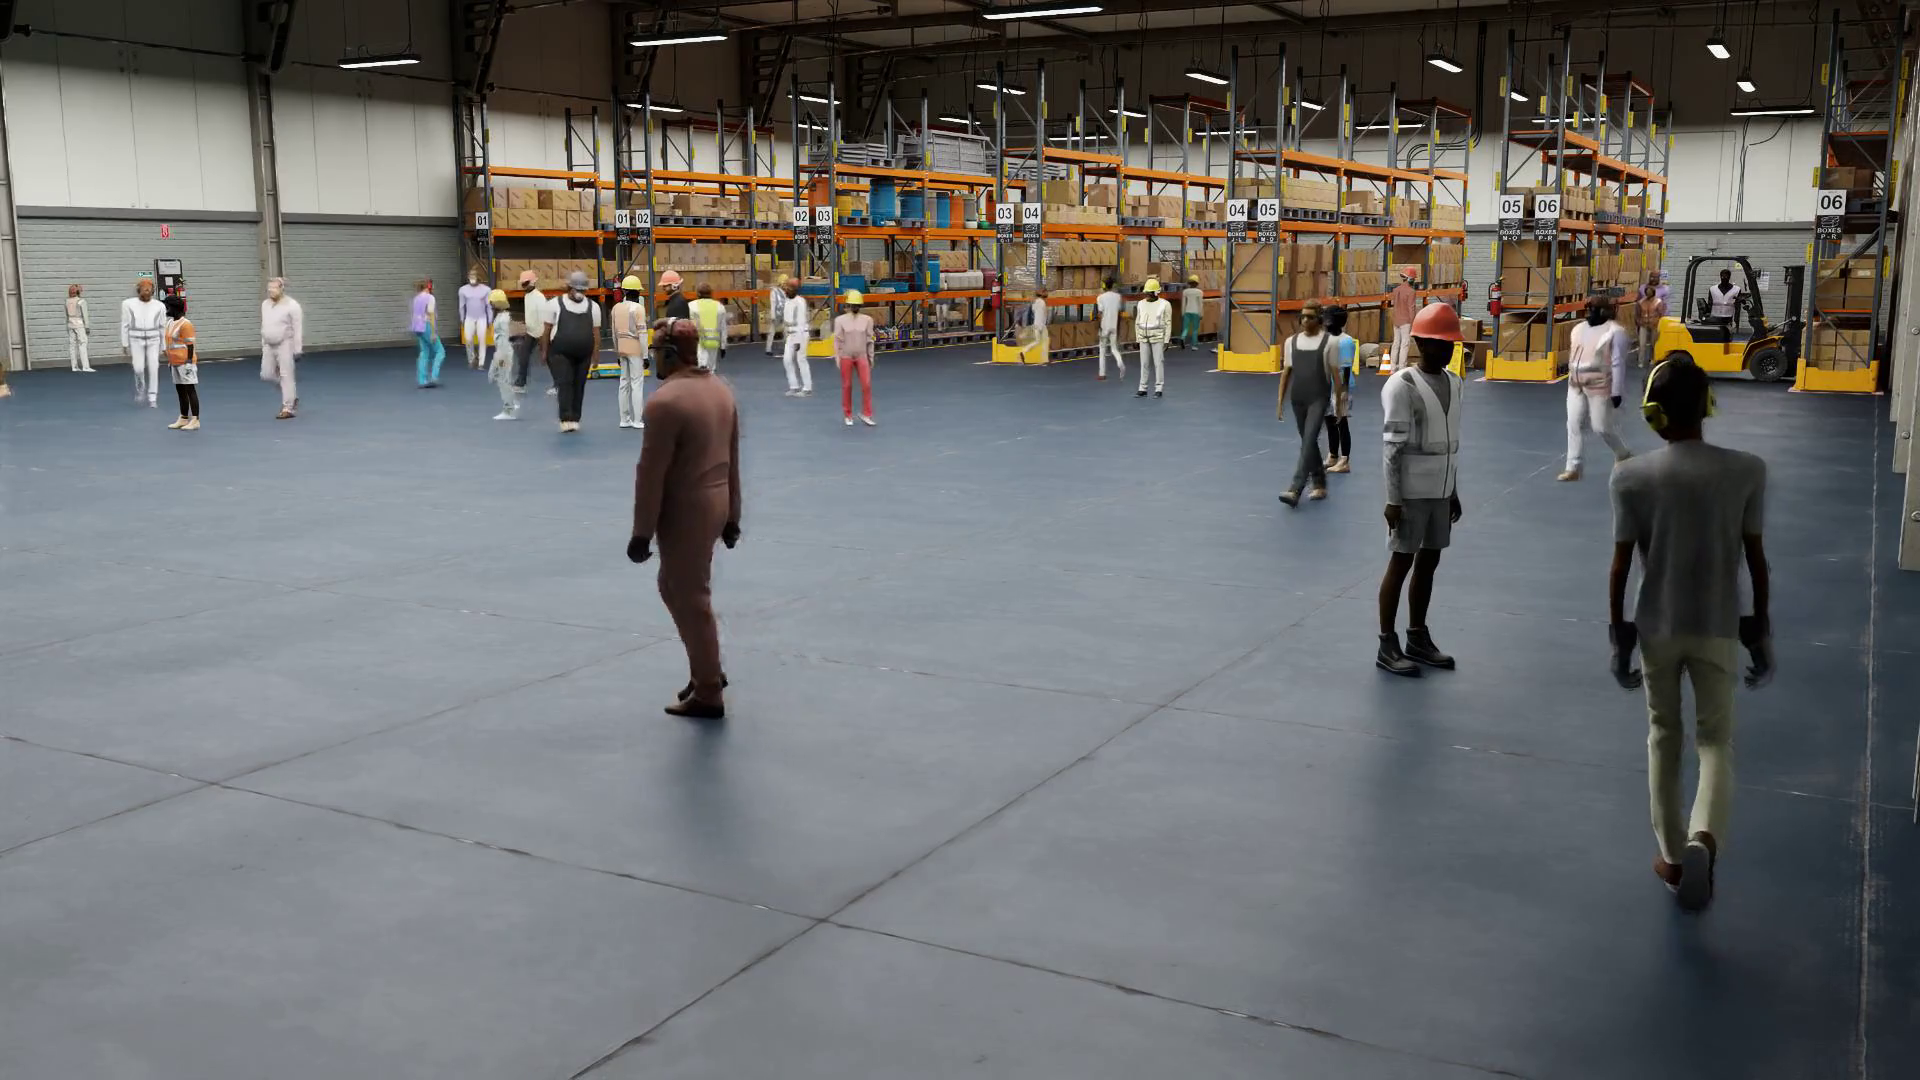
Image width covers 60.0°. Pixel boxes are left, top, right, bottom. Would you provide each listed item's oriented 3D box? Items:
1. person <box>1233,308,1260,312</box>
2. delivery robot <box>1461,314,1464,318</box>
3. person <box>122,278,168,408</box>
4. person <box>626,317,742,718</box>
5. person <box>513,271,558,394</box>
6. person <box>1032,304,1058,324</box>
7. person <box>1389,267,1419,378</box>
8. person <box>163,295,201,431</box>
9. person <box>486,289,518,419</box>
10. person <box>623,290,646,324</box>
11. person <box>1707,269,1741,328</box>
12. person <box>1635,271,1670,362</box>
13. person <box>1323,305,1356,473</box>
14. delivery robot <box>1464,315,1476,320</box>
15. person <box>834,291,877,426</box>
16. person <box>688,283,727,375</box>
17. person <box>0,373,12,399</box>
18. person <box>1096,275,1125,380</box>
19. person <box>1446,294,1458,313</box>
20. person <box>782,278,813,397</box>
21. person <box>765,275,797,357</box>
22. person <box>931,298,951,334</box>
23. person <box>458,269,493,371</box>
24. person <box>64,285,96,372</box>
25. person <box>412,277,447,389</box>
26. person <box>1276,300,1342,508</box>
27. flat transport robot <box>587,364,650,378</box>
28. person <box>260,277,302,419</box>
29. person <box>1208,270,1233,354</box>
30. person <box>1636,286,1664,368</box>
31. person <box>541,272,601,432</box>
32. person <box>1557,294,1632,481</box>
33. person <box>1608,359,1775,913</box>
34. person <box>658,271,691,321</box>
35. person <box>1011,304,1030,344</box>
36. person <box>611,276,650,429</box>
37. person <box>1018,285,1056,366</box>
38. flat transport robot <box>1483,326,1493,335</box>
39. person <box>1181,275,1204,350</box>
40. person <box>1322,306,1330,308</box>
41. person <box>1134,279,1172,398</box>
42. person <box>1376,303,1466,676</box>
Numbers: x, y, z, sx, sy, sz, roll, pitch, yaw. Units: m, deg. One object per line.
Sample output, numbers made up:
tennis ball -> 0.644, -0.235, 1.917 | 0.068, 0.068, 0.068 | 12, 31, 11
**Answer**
person -> 5.955, -4.683, 34.694 | 0.553, 1.900, 0.988 | 6, 11, 31
delivery robot -> 13.915, -6.013, 46.111 | 0.477, 0.478, 0.707 | -3, 10, -16
person -> -11.629, -2.798, 23.753 | 0.606, 1.856, 0.438 | -6, 11, -30
person -> -1.314, -0.096, 7.839 | 0.511, 1.890, 0.644 | 3, 10, 15
person -> -6.744, -3.246, 26.152 | 0.993, 1.934, 0.678 | -8, 13, -40
person -> 1.929, -5.219, 37.722 | 0.629, 1.932, 0.365 | 0, 10, 2
person -> 7.874, -3.825, 29.398 | 0.401, 1.986, 0.609 | -3, 10, -19
person -> -9.742, -2.212, 20.810 | 0.533, 1.692, 0.322 | 8, 13, 39
person -> -6.133, -2.466, 22.156 | 0.354, 1.730, 0.505 | -4, 10, -21
person -> -6.718, -4.509, 34.431 | 0.497, 1.633, 0.284 | 3, 10, 19
person -> 14.980, -4.349, 32.664 | 0.596, 1.916, 0.372 | 5, 11, 28
person -> 14.102, -4.532, 33.905 | 0.677, 1.850, 0.996 | 5, 11, 28
person -> 3.785, -1.519, 16.761 | 0.321, 1.689, 0.530 | -3, 10, -19
delivery robot -> 13.866, -5.917, 45.542 | 0.707, 0.478, 0.477 | -2, 10, -9
person -> -1.331, -2.304, 21.232 | 0.541, 1.732, 0.681 | -2, 10, -14
person -> -3.708, -2.816, 24.075 | 0.623, 1.795, 0.946 | -6, 11, -29
person -> -14.890, -3.079, 25.027 | 0.627, 1.992, 1.042 | 9, 13, 41
person -> 2.619, -3.687, 28.979 | 0.524, 1.856, 0.702 | -4, 11, -24
person -> 13.897, -6.763, 47.030 | 0.908, 1.880, 0.669 | 3, 10, 16
person -> -2.486, -3.097, 25.543 | 0.581, 1.839, 0.600 | -7, 12, -37
person -> -3.838, -4.825, 35.877 | 0.937, 1.762, 0.676 | 7, 12, 34
person -> -0.535, -6.531, 46.332 | 0.515, 1.618, 0.535 | 2, 10, 14
person -> -9.194, -4.172, 31.621 | 0.637, 1.925, 0.484 | -2, 10, -10
person -> -16.566, -3.964, 31.230 | 0.529, 1.638, 0.311 | 3, 10, 20
person -> -8.745, -3.407, 27.423 | 0.604, 1.816, 0.565 | 9, 13, 43
person -> 3.038, -1.198, 14.566 | 0.531, 1.792, 0.991 | 8, 12, 37
flat transport robot -> -6.373, -3.048, 29.859 | 1.431, 0.197, 0.652 | -7, 12, -34
person -> -9.126, -2.573, 22.315 | 0.667, 1.895, 0.428 | 4, 10, 22
person -> 5.892, -5.027, 36.729 | 0.591, 1.890, 0.919 | 9, 14, 44
person -> 13.585, -4.202, 32.725 | 0.520, 1.609, 0.803 | 6, 12, 33
person -> -4.747, -2.335, 20.512 | 0.747, 2.000, 0.891 | -5, 11, -27
person -> 6.190, -1.475, 16.133 | 0.770, 1.821, 0.631 | -6, 11, -30
person -> 2.423, 0.326, 5.518 | 0.558, 1.842, 0.659 | 3, 10, 18
person -> -3.829, -2.624, 22.399 | 0.428, 1.982, 0.635 | -5, 11, -26
person -> 1.487, -5.665, 40.866 | 0.523, 1.746, 0.640 | -1, 10, -5
person -> -4.137, -2.364, 21.011 | 0.585, 1.927, 0.366 | 7, 12, 37
person -> 1.529, -4.253, 33.002 | 0.684, 1.608, 0.499 | -2, 10, -11
flat transport robot -> 14.720, -5.757, 45.722 | 0.652, 0.197, 1.431 | 3, 10, 17
person -> 5.339, -5.230, 38.313 | 0.535, 1.757, 0.490 | 6, 11, 31
person -> 9.717, -6.262, 44.743 | 0.510, 1.610, 0.794 | 0, 10, 0
person -> 2.947, -3.078, 25.500 | 0.592, 1.822, 0.404 | 7, 12, 34
person -> 2.438, -0.262, 8.677 | 0.552, 1.935, 0.374 | -7, 12, -35
